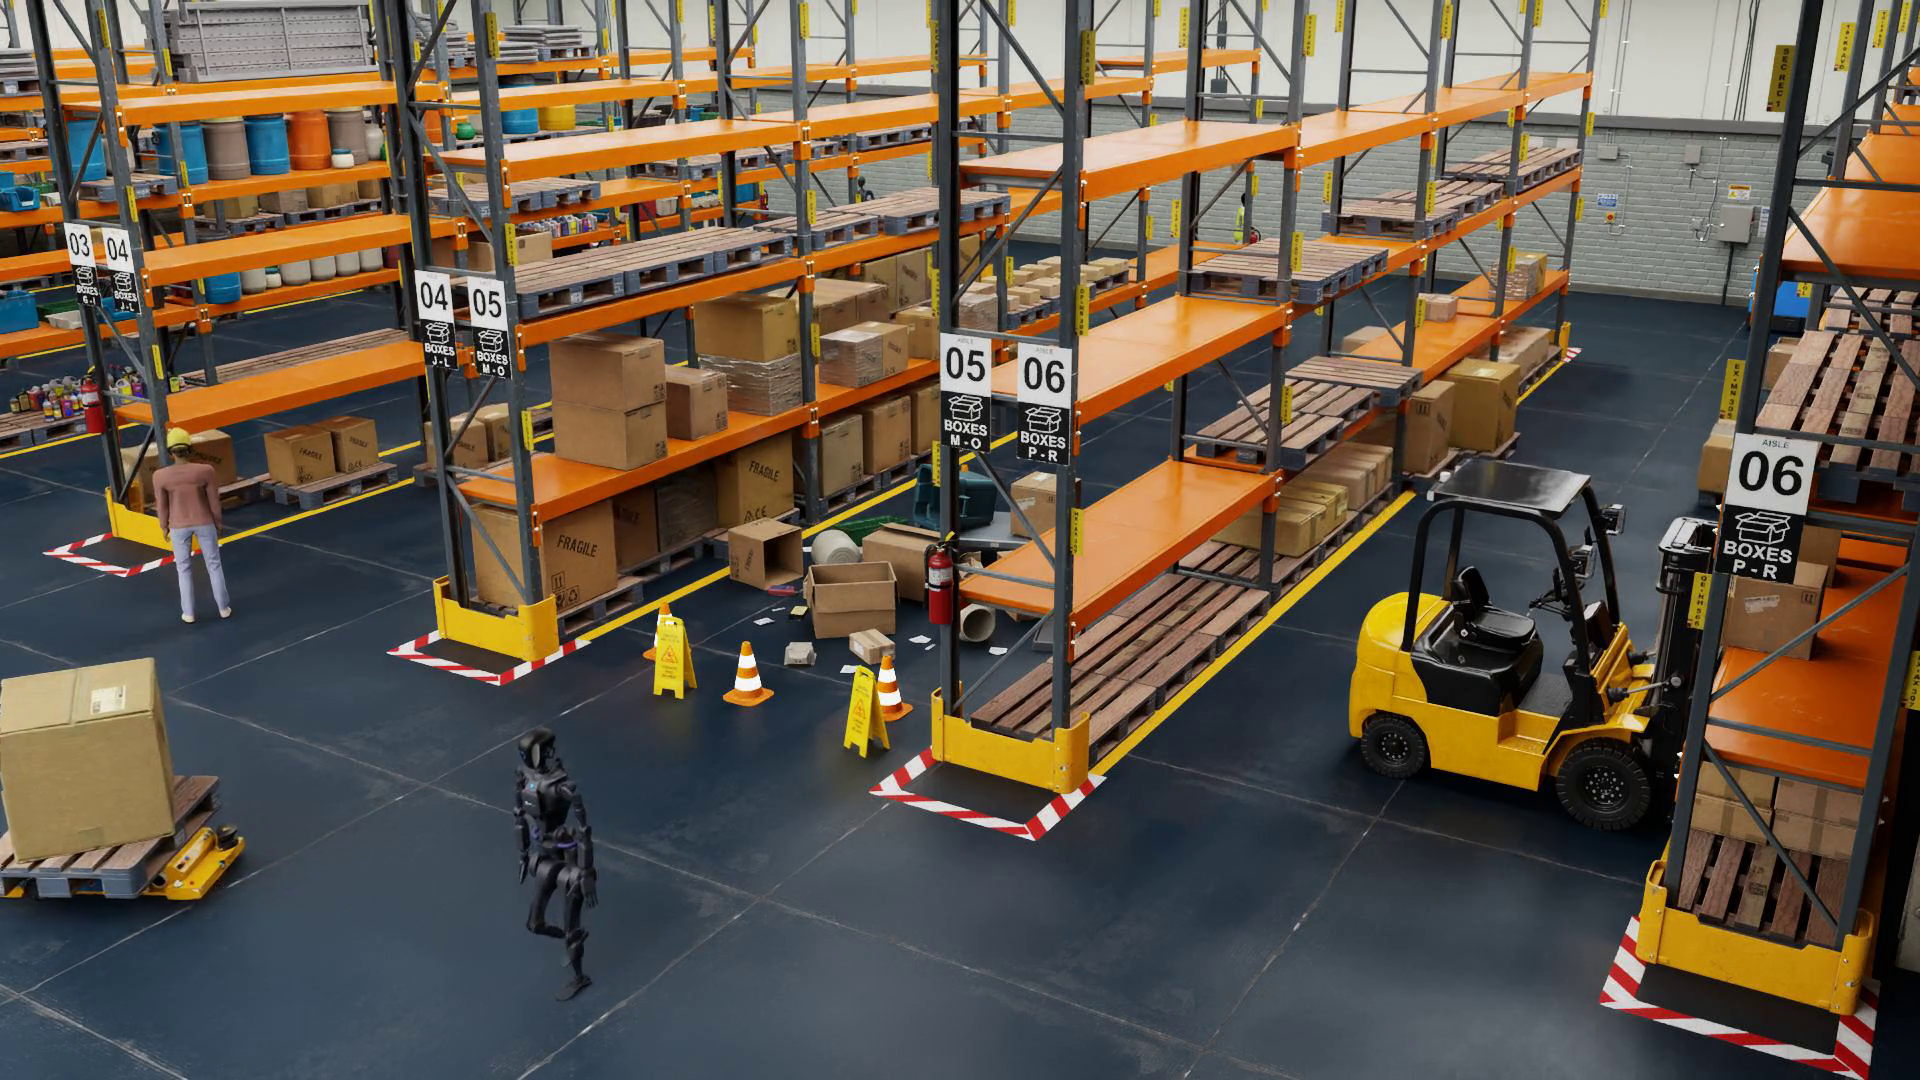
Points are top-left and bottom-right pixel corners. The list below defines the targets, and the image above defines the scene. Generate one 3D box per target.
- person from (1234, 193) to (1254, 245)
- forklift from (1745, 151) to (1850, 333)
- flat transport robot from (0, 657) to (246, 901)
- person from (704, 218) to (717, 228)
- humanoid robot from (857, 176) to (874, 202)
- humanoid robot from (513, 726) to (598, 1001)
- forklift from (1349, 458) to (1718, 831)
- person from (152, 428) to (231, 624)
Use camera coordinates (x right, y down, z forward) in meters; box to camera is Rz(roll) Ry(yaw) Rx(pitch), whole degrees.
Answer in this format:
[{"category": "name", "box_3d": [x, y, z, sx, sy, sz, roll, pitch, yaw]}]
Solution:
[{"category": "person", "box_3d": [5.177, -5.513, 30.382, 0.327, 1.685, 0.537, -2, 19, -5]}, {"category": "forklift", "box_3d": [13.620, -4.667, 26.137, 1.873, 2.768, 1.129, 11, 22, 29]}, {"category": "flat transport robot", "box_3d": [-5.440, 2.061, 10.654, 1.431, 0.231, 0.659, 0, 19, 1]}, {"category": "person", "box_3d": [-5.240, -7.063, 34.867, 0.489, 1.688, 0.352, -6, 20, -17]}, {"category": "humanoid robot", "box_3d": [-1.934, -6.332, 32.781, 0.589, 1.646, 0.465, -10, 21, -26]}, {"category": "humanoid robot", "box_3d": [-2.209, 1.781, 9.323, 0.606, 1.646, 0.407, 12, 22, 31]}, {"category": "forklift", "box_3d": [3.988, 0.658, 11.776, 2.313, 2.155, 1.214, 11, 22, 29]}, {"category": "person", "box_3d": [-6.803, -0.132, 14.722, 0.520, 1.759, 0.340, -9, 21, -24]}]
